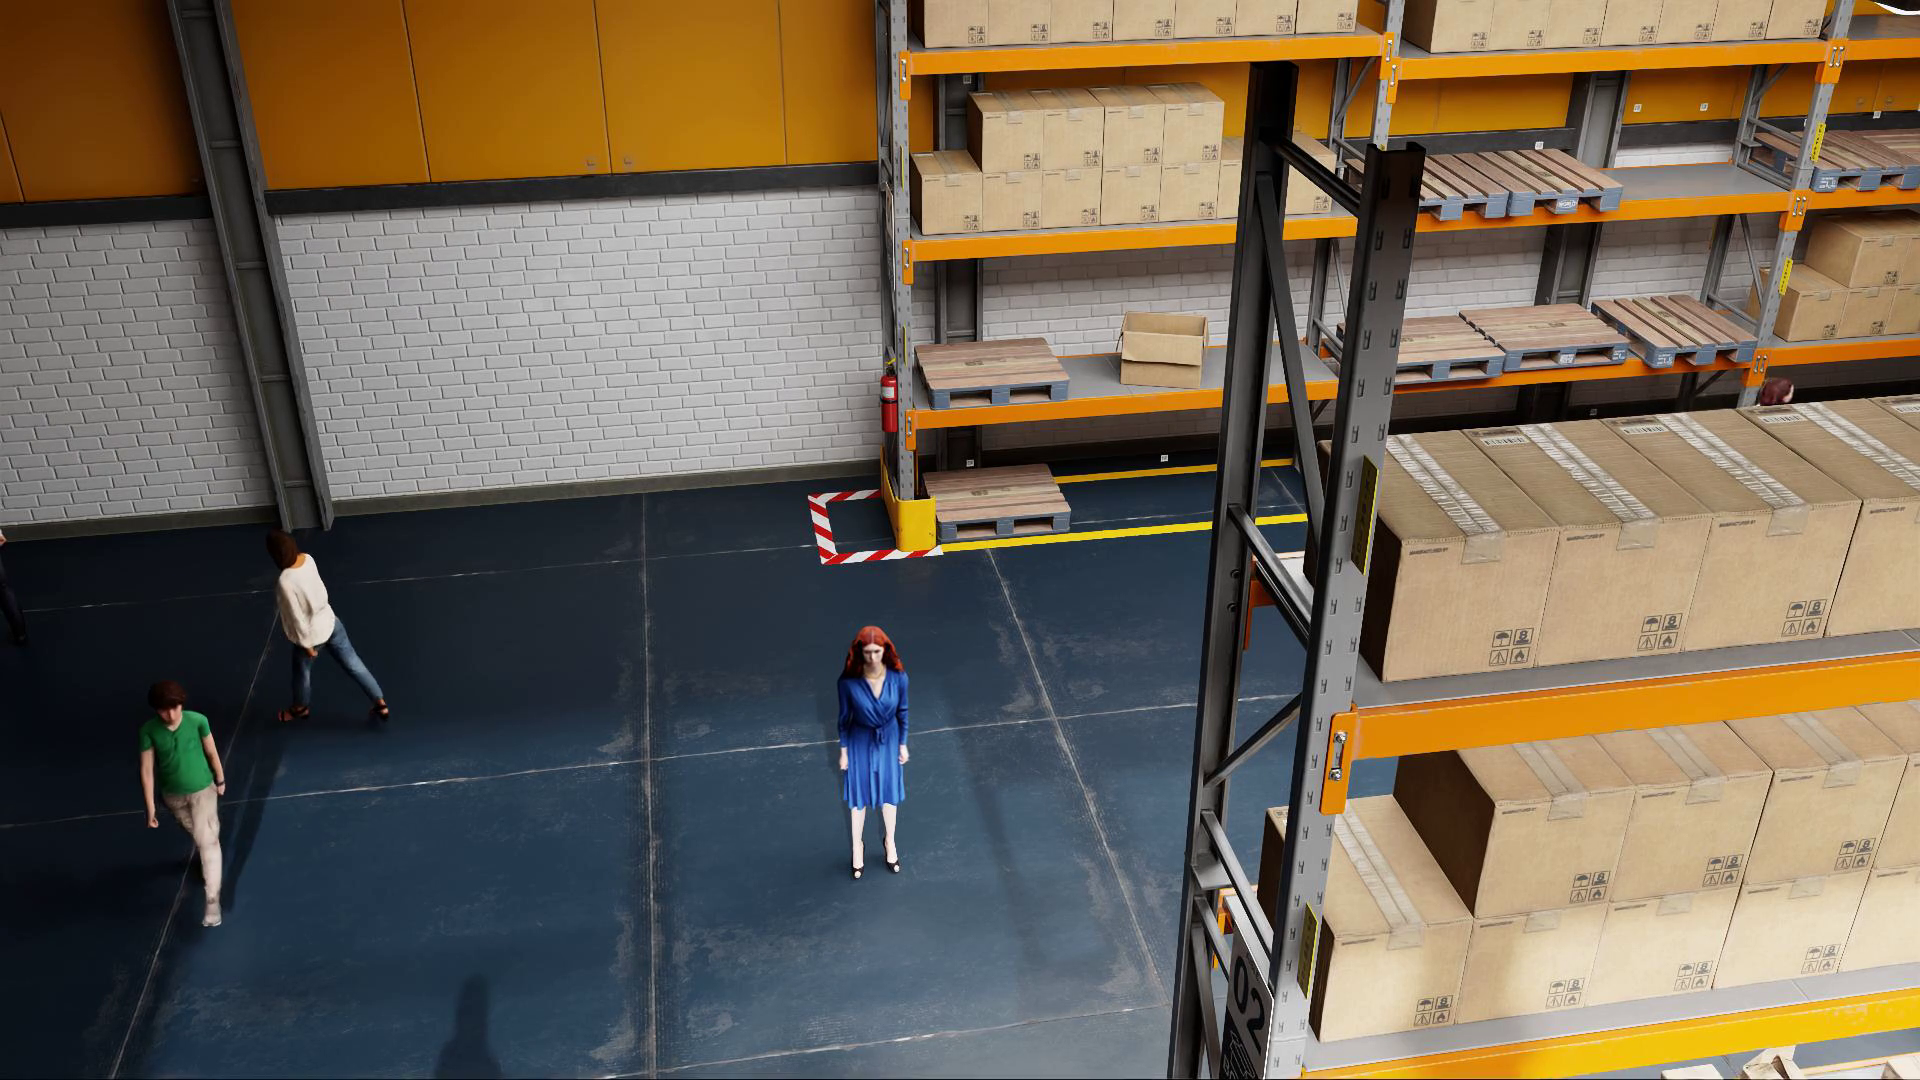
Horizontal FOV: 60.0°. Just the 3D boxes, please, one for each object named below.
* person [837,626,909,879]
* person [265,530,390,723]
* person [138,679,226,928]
[{"bbox_3d":[-0.542,1.333,10.512,0.491,1.829,0.660,-5,29,-9],"label":"person"},{"bbox_3d":[-4.551,0.676,11.933,1.203,1.622,0.942,7,29,13],"label":"person"},{"bbox_3d":[-4.835,1.524,10.402,1.093,1.599,0.736,-8,30,-14],"label":"person"}]
